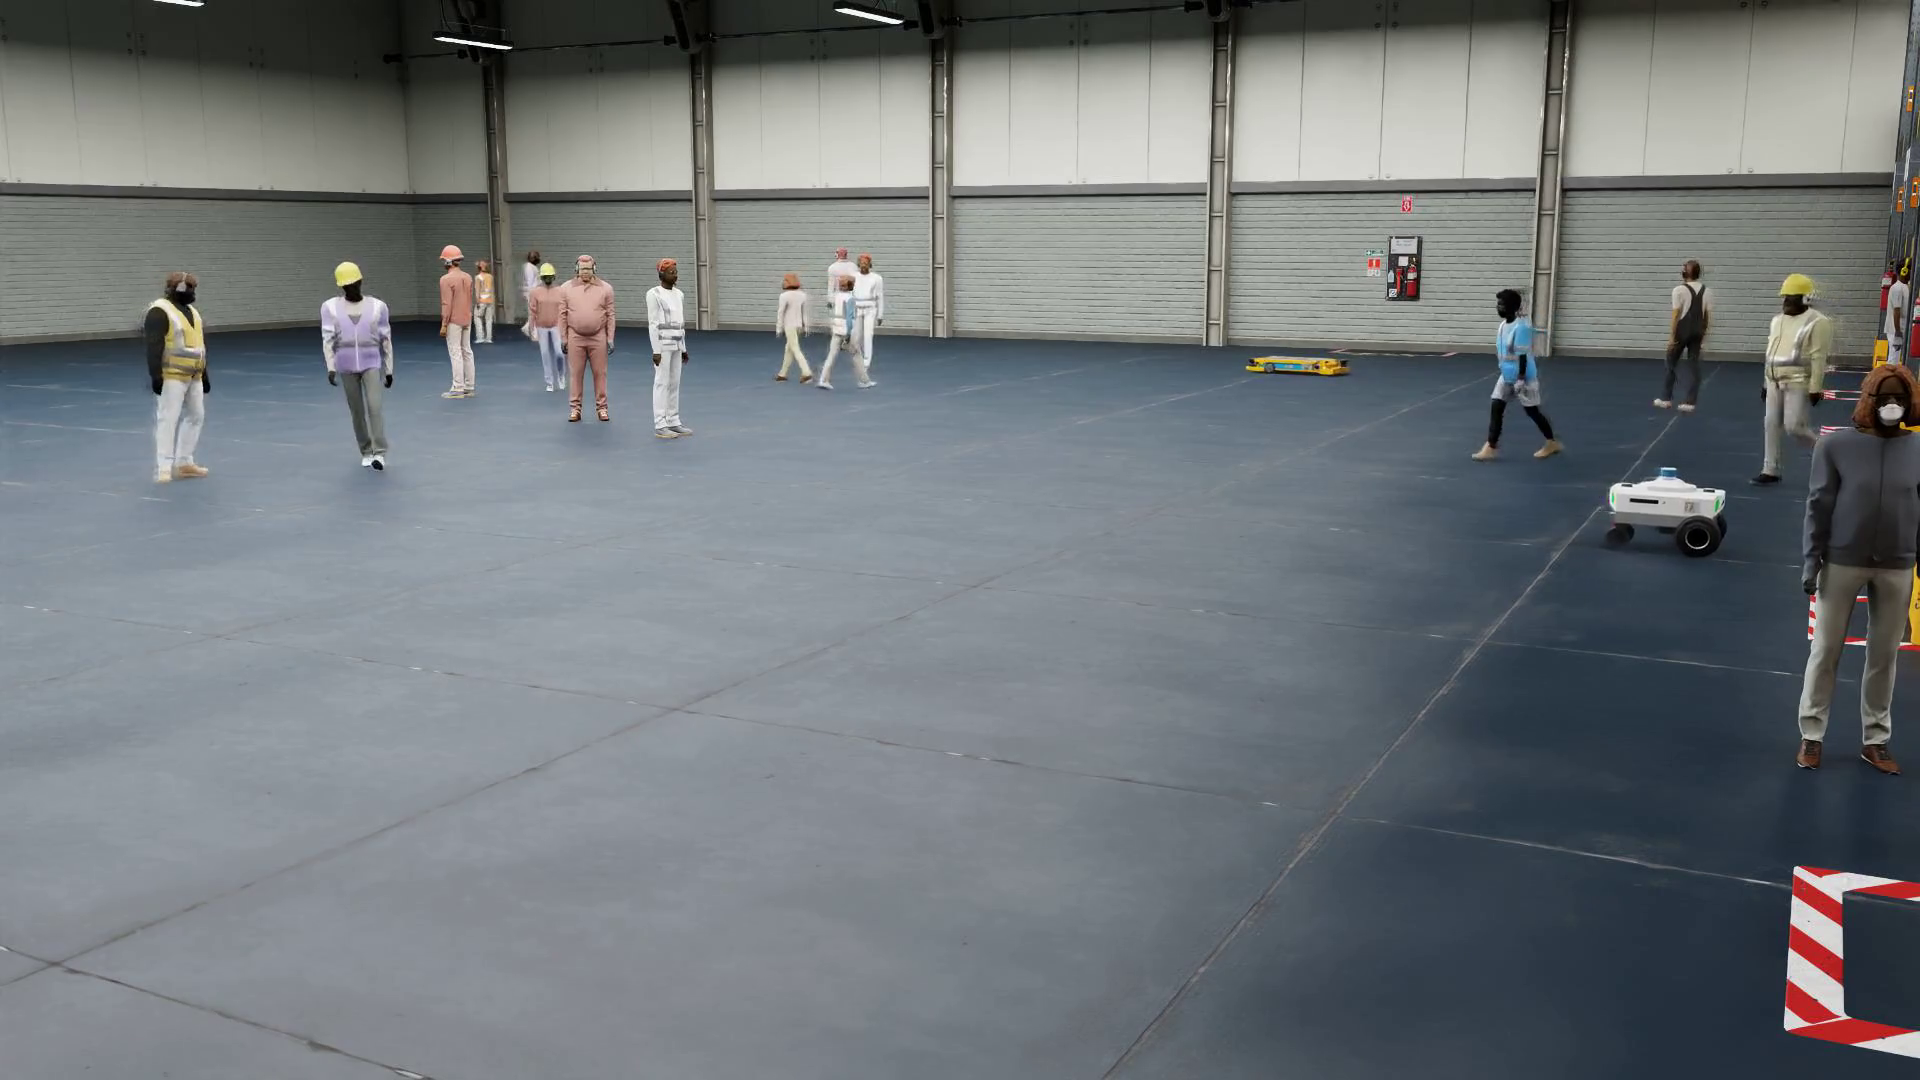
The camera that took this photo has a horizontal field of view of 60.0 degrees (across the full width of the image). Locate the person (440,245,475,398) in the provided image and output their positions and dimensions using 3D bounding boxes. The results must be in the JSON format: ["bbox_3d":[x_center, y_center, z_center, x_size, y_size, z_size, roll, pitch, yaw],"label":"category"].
[{"bbox_3d":[-6.617,-2.858,21.841,0.380,1.995,0.611,3,11,17],"label":"person"}]

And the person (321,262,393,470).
[{"bbox_3d":[-5.445,-1.555,15.055,0.592,1.873,0.951,-3,11,-16],"label":"person"}]

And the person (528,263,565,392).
[{"bbox_3d":[-5.603,-2.889,22.674,0.529,1.753,0.391,-2,11,-9],"label":"person"}]

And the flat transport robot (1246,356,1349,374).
[{"bbox_3d":[5.226,-2.715,25.767,1.431,0.197,0.652,7,13,34],"label":"flat transport robot"}]

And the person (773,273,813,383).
[{"bbox_3d":[-2.425,-3.067,24.090,0.842,1.590,0.510,8,13,36],"label":"person"}]

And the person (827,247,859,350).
[{"bbox_3d":[-2.195,-4.496,31.014,0.637,1.911,0.403,-7,12,-32],"label":"person"}]

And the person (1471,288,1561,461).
[{"bbox_3d":[5.321,-1.558,15.727,0.873,1.640,0.532,-2,11,-13],"label":"person"}]

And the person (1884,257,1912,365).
[{"bbox_3d":[11.336,-2.469,20.076,0.328,1.868,0.509,5,12,27],"label":"person"}]

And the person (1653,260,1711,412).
[{"bbox_3d":[8.806,-2.487,20.282,0.549,1.818,0.799,-1,10,-8],"label":"person"}]

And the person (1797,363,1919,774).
[{"bbox_3d":[3.609,0.117,6.601,0.498,1.634,0.278,3,11,15],"label":"person"}]

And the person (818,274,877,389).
[{"bbox_3d":[-1.594,-2.883,23.077,0.882,1.593,0.508,-7,13,-35],"label":"person"}]

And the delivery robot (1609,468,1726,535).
[{"bbox_3d":[4.791,-0.248,11.284,0.707,0.478,0.477,6,12,28],"label":"delivery robot"}]

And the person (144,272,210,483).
[{"bbox_3d":[-6.821,-1.415,14.489,0.431,1.813,0.745,2,11,9],"label":"person"}]

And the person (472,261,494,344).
[{"bbox_3d":[-9.377,-4.665,32.694,0.402,1.633,0.532,5,11,24],"label":"person"}]

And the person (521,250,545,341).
[{"bbox_3d":[-8.594,-4.920,33.549,0.459,1.824,0.644,-2,11,-9],"label":"person"}]

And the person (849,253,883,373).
[{"bbox_3d":[-1.483,-3.562,26.048,0.577,1.861,0.741,2,11,11],"label":"person"}]

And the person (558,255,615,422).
[{"bbox_3d":[-4.278,-2.308,19.096,0.642,1.906,0.410,-2,11,-12],"label":"person"}]

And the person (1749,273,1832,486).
[{"bbox_3d":[7.096,-1.350,14.111,0.624,1.812,0.598,-3,11,-16],"label":"person"}]

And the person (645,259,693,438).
[{"bbox_3d":[-3.077,-2.023,17.594,0.355,1.883,0.575,4,11,23],"label":"person"}]
